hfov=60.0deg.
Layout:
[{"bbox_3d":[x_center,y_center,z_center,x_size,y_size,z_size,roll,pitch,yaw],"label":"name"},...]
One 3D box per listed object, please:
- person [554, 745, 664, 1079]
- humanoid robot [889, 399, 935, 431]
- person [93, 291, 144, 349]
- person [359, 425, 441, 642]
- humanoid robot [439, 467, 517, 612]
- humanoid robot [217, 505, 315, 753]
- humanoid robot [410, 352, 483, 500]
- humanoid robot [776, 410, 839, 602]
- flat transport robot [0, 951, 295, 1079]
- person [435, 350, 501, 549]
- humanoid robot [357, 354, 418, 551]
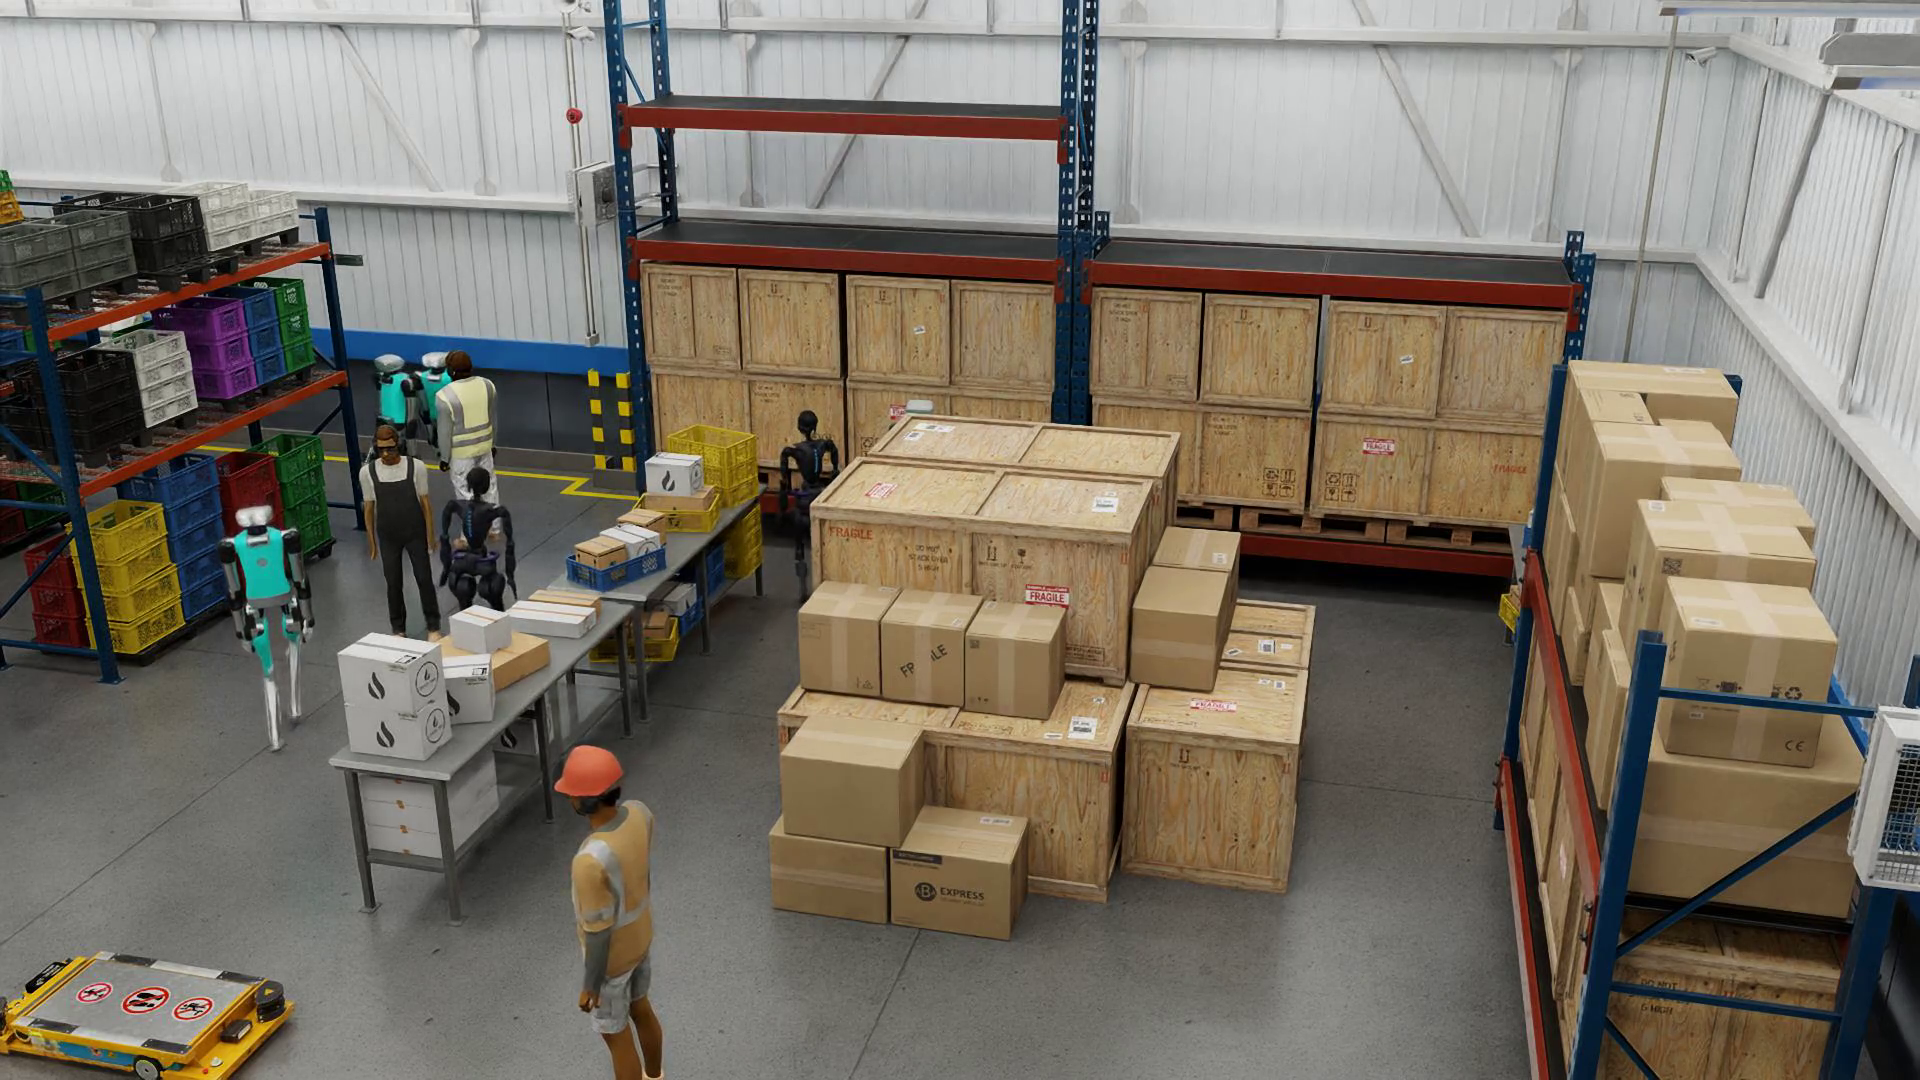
[{"bbox_3d":[-1.618,1.870,7.676,0.388,2.039,0.614,5,21,12],"label":"person"},{"bbox_3d":[-0.303,-0.254,13.464,0.533,1.677,0.735,-1,21,-2],"label":"humanoid robot"},{"bbox_3d":[-9.113,-2.010,18.114,0.562,1.836,0.389,-2,21,-6],"label":"person"},{"bbox_3d":[-4.338,-0.026,12.926,0.505,1.837,0.336,-6,22,-15],"label":"person"},{"bbox_3d":[-3.633,0.232,12.517,0.622,1.644,0.644,3,21,8],"label":"humanoid robot"},{"bbox_3d":[-4.778,0.546,11.578,0.541,1.779,0.895,-8,22,-21],"label":"humanoid robot"},{"bbox_3d":[-4.659,-0.917,15.559,0.531,1.854,0.858,4,21,10],"label":"humanoid robot"},{"bbox_3d":[-1.246,-0.288,13.883,0.587,1.640,0.498,-13,24,-30],"label":"humanoid robot"},{"bbox_3d":[-4.270,2.464,8.601,1.431,0.231,0.659,5,22,13],"label":"flat transport robot"},{"bbox_3d":[-4.427,-0.807,14.954,0.429,1.844,0.622,15,26,34],"label":"person"},{"bbox_3d":[-5.187,-0.742,14.914,0.539,1.774,0.725,15,26,35],"label":"humanoid robot"}]
